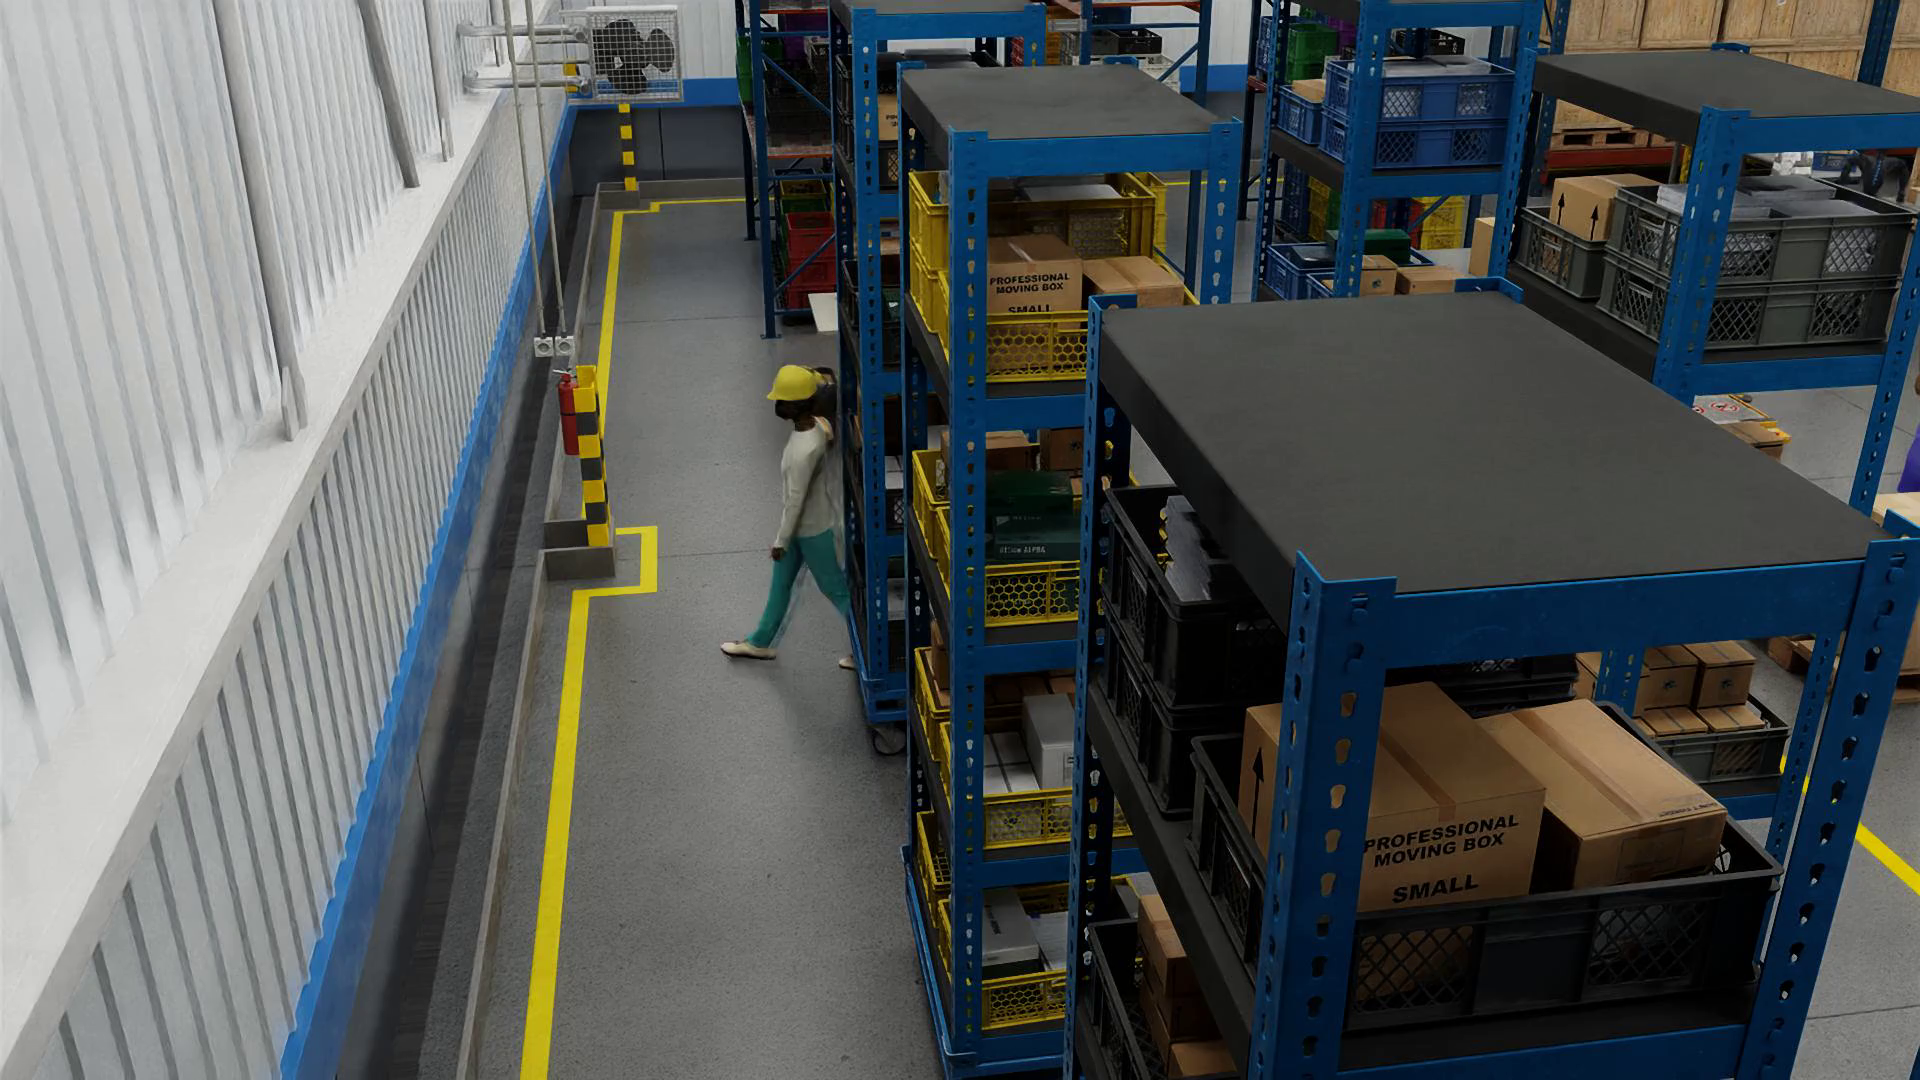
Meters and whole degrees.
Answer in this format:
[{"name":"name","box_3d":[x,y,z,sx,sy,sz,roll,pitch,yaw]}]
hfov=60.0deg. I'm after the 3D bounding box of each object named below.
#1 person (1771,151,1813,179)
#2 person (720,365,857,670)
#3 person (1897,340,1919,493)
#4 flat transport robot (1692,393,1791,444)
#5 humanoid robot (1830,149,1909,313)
[{"name":"person","box_3d":[7.766,-3.312,15.566,0.351,1.882,0.582,16,29,31]},{"name":"person","box_3d":[-0.825,-0.097,8.772,0.914,1.713,0.527,-2,25,-4]},{"name":"person","box_3d":[6.382,-1.041,10.445,0.535,2.000,0.681,-17,30,-33]},{"name":"flat transport robot","box_3d":[5.224,-0.859,12.132,1.431,0.197,0.652,-4,25,-8]},{"name":"humanoid robot","box_3d":[8.067,-2.869,14.847,0.618,1.640,0.430,9,26,18]}]
